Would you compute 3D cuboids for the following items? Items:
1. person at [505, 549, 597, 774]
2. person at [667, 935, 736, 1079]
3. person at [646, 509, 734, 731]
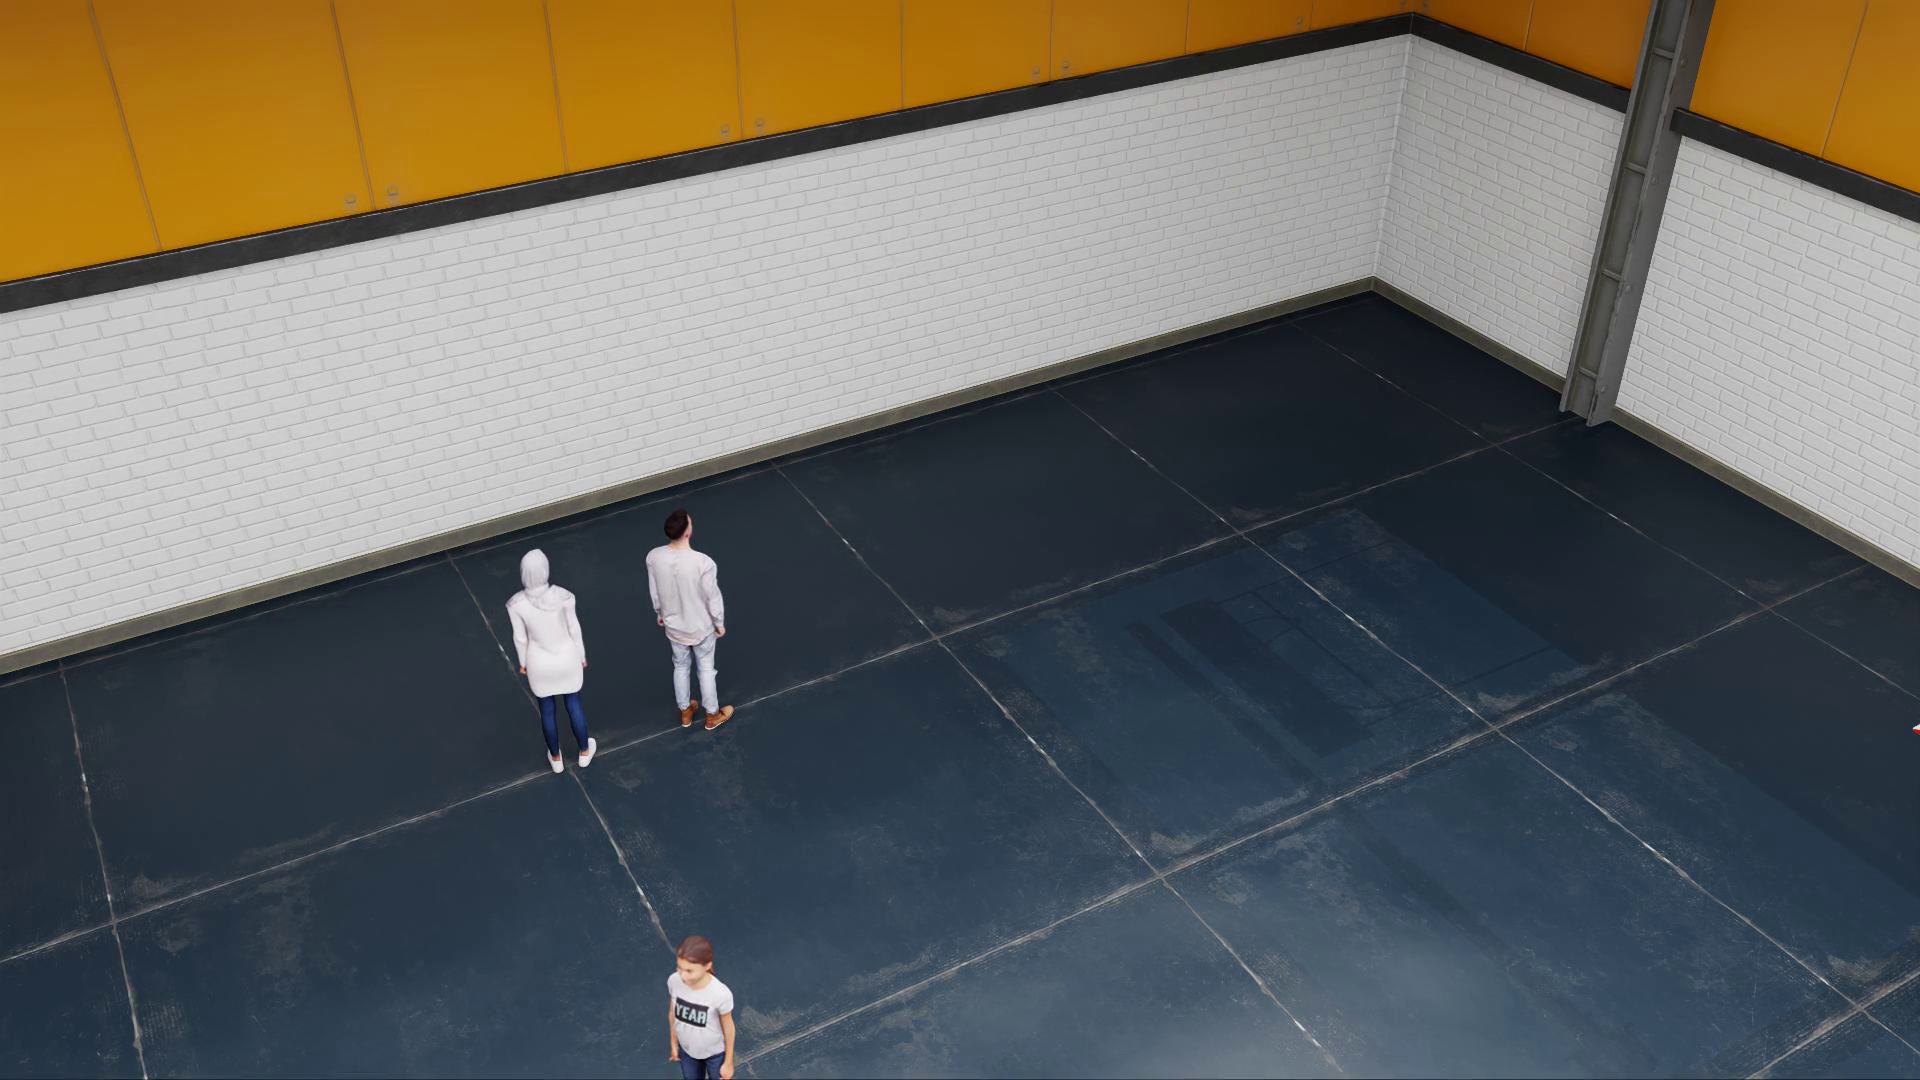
[{"bbox_3d":[-2.783,0.837,11.361,0.676,1.777,0.641,-6,34,-9],"label":"person"},{"bbox_3d":[-1.356,2.662,8.810,0.618,1.562,0.692,13,36,18],"label":"person"},{"bbox_3d":[-1.906,0.557,11.726,0.752,1.840,0.814,9,35,13],"label":"person"}]
